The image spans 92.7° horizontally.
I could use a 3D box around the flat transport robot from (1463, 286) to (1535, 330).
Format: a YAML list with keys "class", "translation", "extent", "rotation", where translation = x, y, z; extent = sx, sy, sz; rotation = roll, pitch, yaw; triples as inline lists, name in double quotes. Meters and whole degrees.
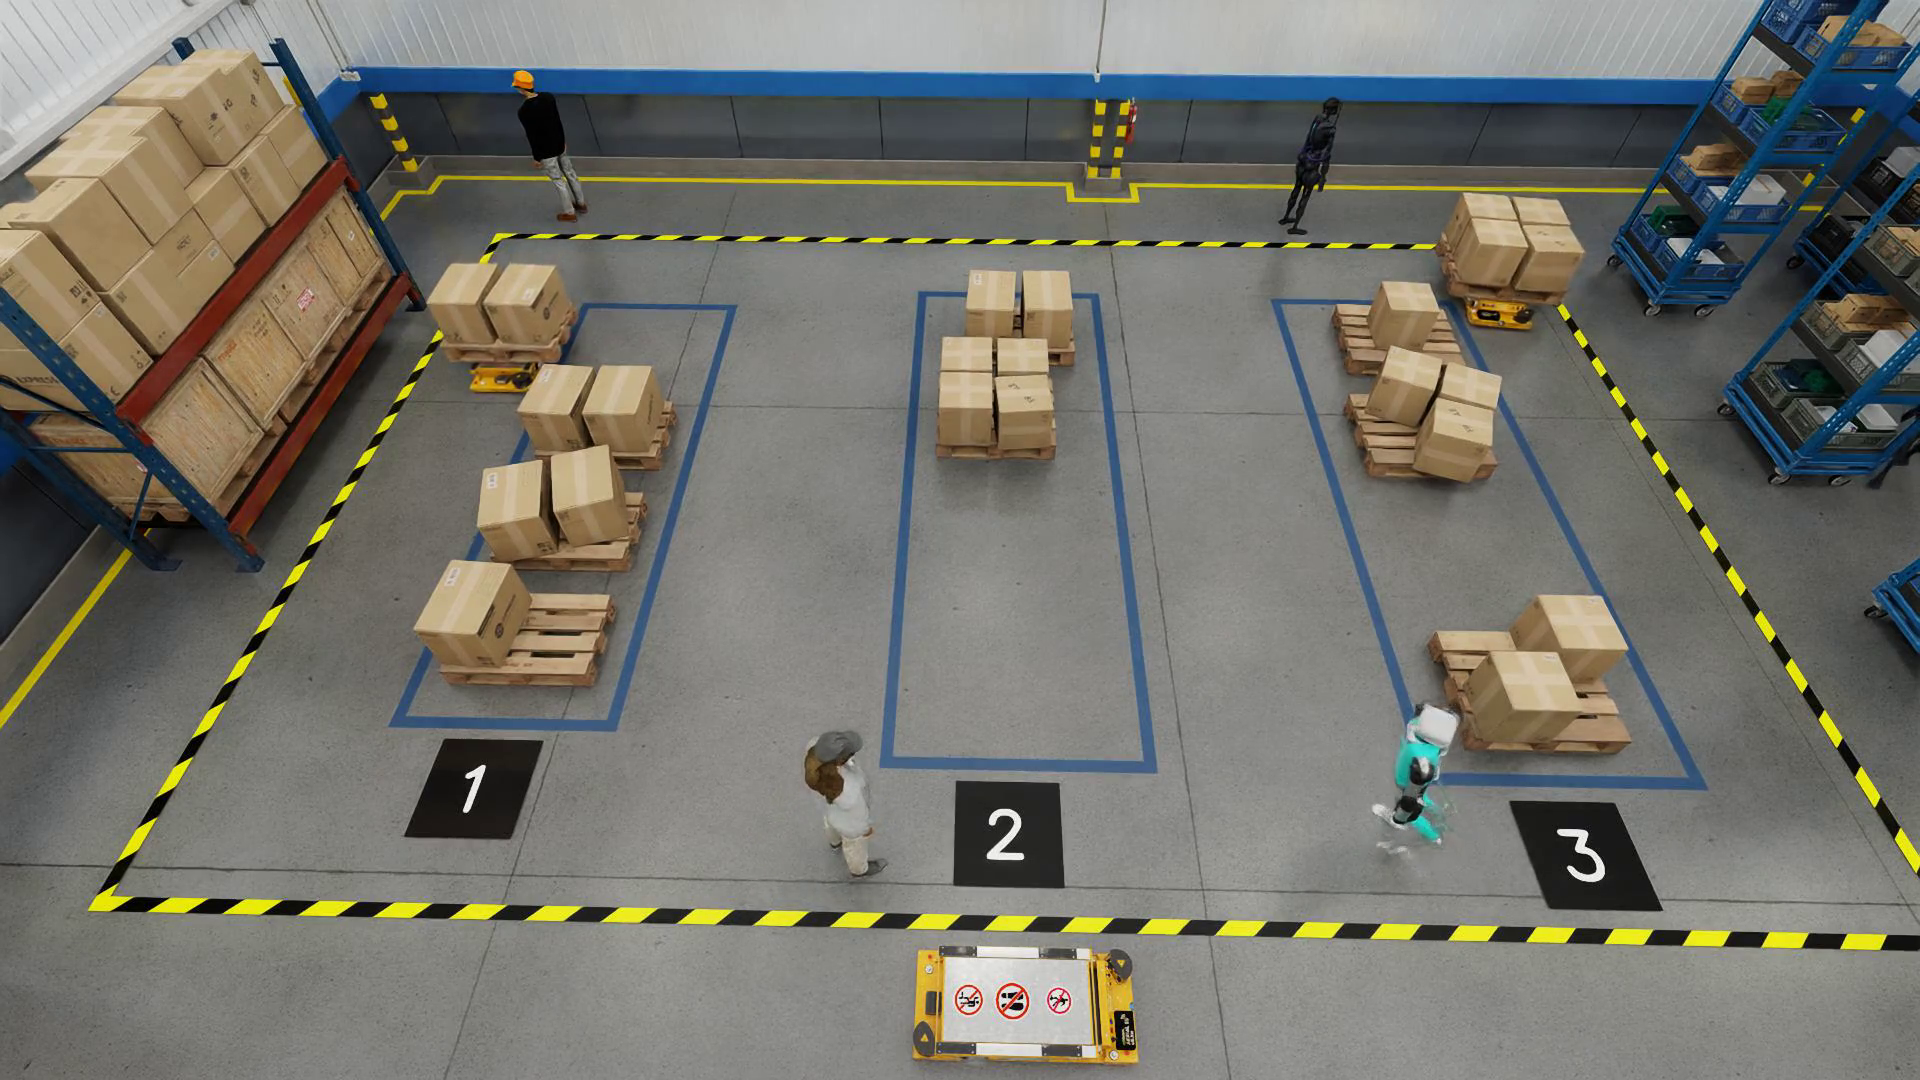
- class: "flat transport robot"
  translation: [6.349, -3.063, 10.965]
  extent: [0.652, 0.197, 1.431]
  rotation: [7, 51, 6]

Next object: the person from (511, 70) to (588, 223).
- class: "person"
  translation: [-5.116, -4.881, 11.424]
  extent: [0.373, 1.884, 0.584]
  rotation: [17, 53, 14]

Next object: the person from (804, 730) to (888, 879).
- class: "person"
  translation: [-0.774, 1.748, 6.090]
  extent: [0.399, 1.769, 0.572]
  rotation: [-30, 57, -22]

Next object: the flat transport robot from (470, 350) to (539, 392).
- class: "flat transport robot"
  translation: [-4.932, -2.199, 10.261]
  extent: [0.652, 0.197, 1.431]
  rotation: [1, 51, 1]

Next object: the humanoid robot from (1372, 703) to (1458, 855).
- class: "humanoid robot"
  translation: [3.145, 1.698, 6.155]
  extent: [0.783, 1.754, 0.588]
  rotation: [16, 53, 13]

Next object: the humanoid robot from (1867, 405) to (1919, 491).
- class: "humanoid robot"
  translation: [9.305, -1.169, 8.577]
  extent: [0.590, 1.622, 0.855]
  rotation: [35, 59, 25]

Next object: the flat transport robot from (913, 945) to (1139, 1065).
- class: "flat transport robot"
  translation: [0.422, 3.041, 6.007]
  extent: [1.431, 0.231, 0.659]
  rotation: [1, 51, 1]

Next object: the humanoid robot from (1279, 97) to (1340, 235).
- class: "humanoid robot"
  translation: [4.352, -4.634, 11.344]
  extent: [0.315, 1.658, 0.599]
  rotation: [-8, 51, -6]
